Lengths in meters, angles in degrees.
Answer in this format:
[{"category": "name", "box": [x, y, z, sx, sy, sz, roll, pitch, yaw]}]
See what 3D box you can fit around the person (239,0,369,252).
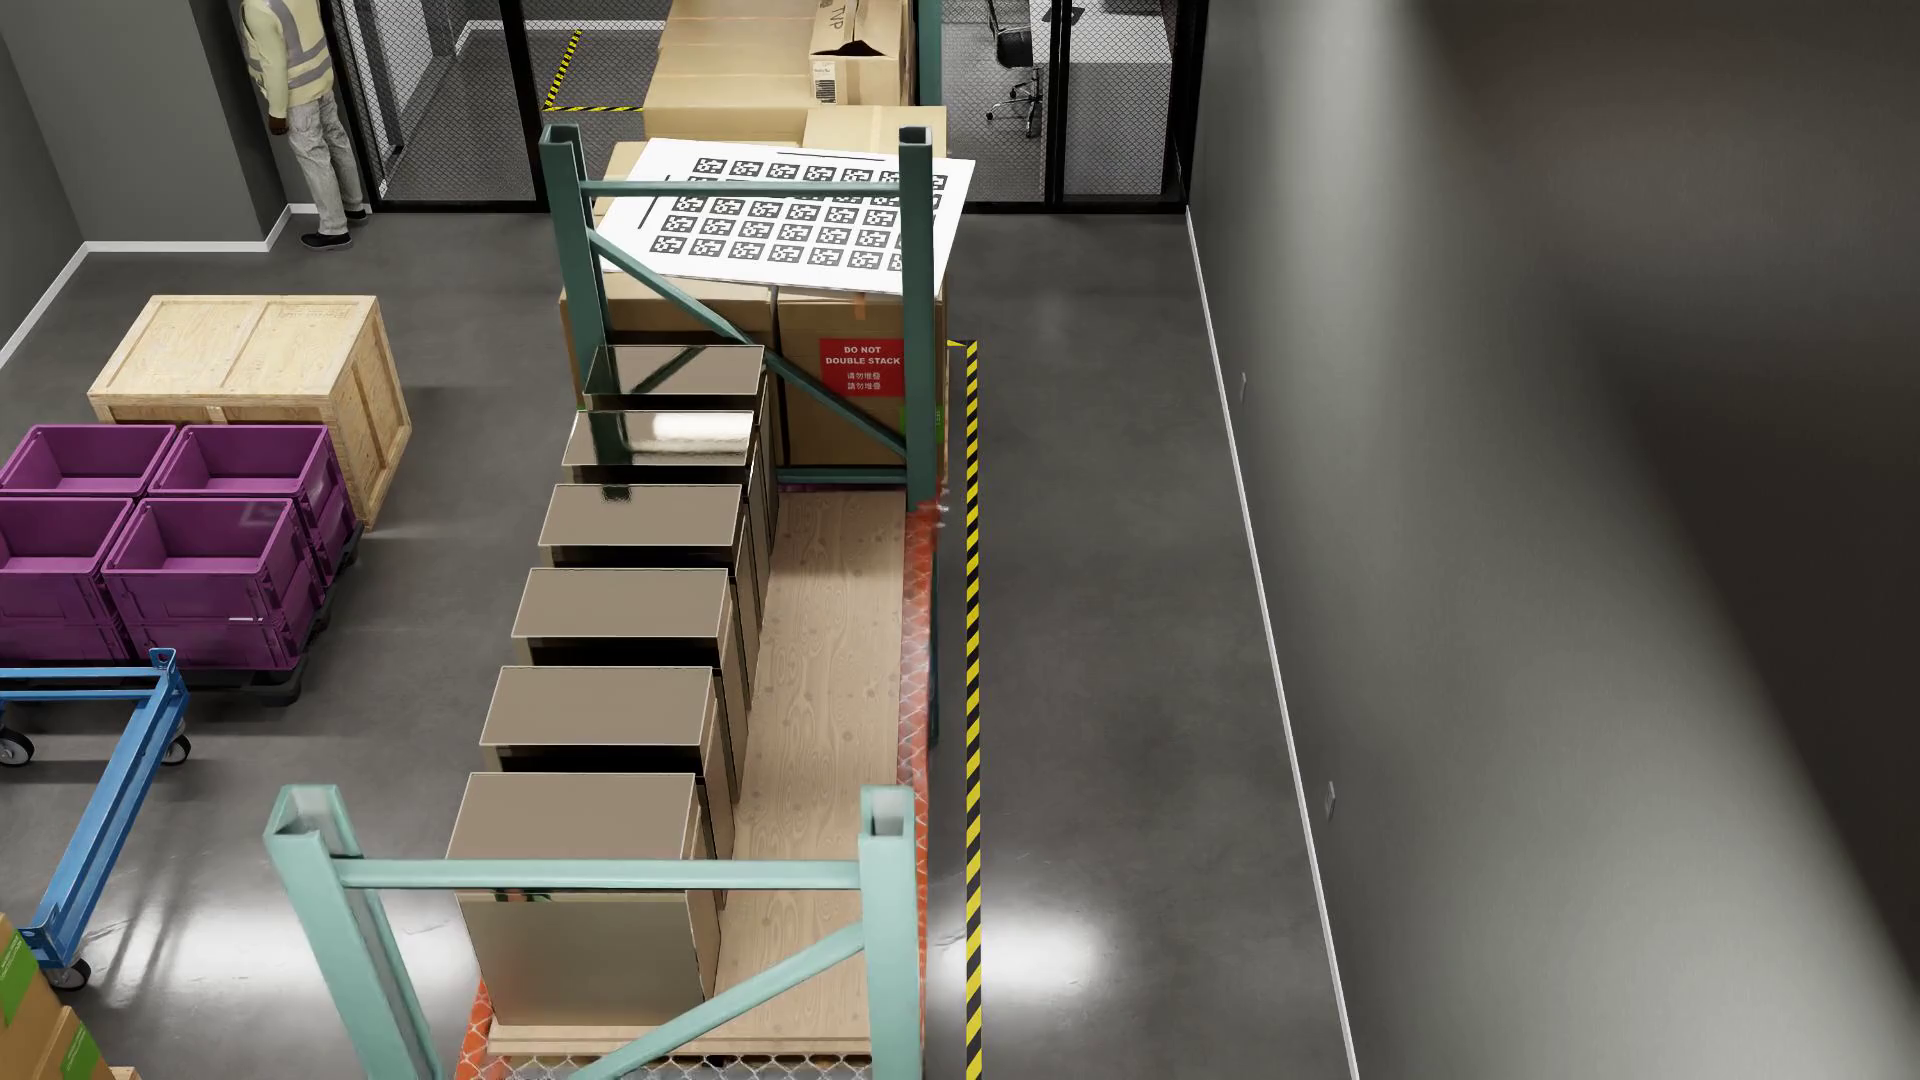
[{"category": "person", "box": [-3.480, -2.388, 8.694, 0.403, 1.835, 0.587, 5, 41, 6]}]
